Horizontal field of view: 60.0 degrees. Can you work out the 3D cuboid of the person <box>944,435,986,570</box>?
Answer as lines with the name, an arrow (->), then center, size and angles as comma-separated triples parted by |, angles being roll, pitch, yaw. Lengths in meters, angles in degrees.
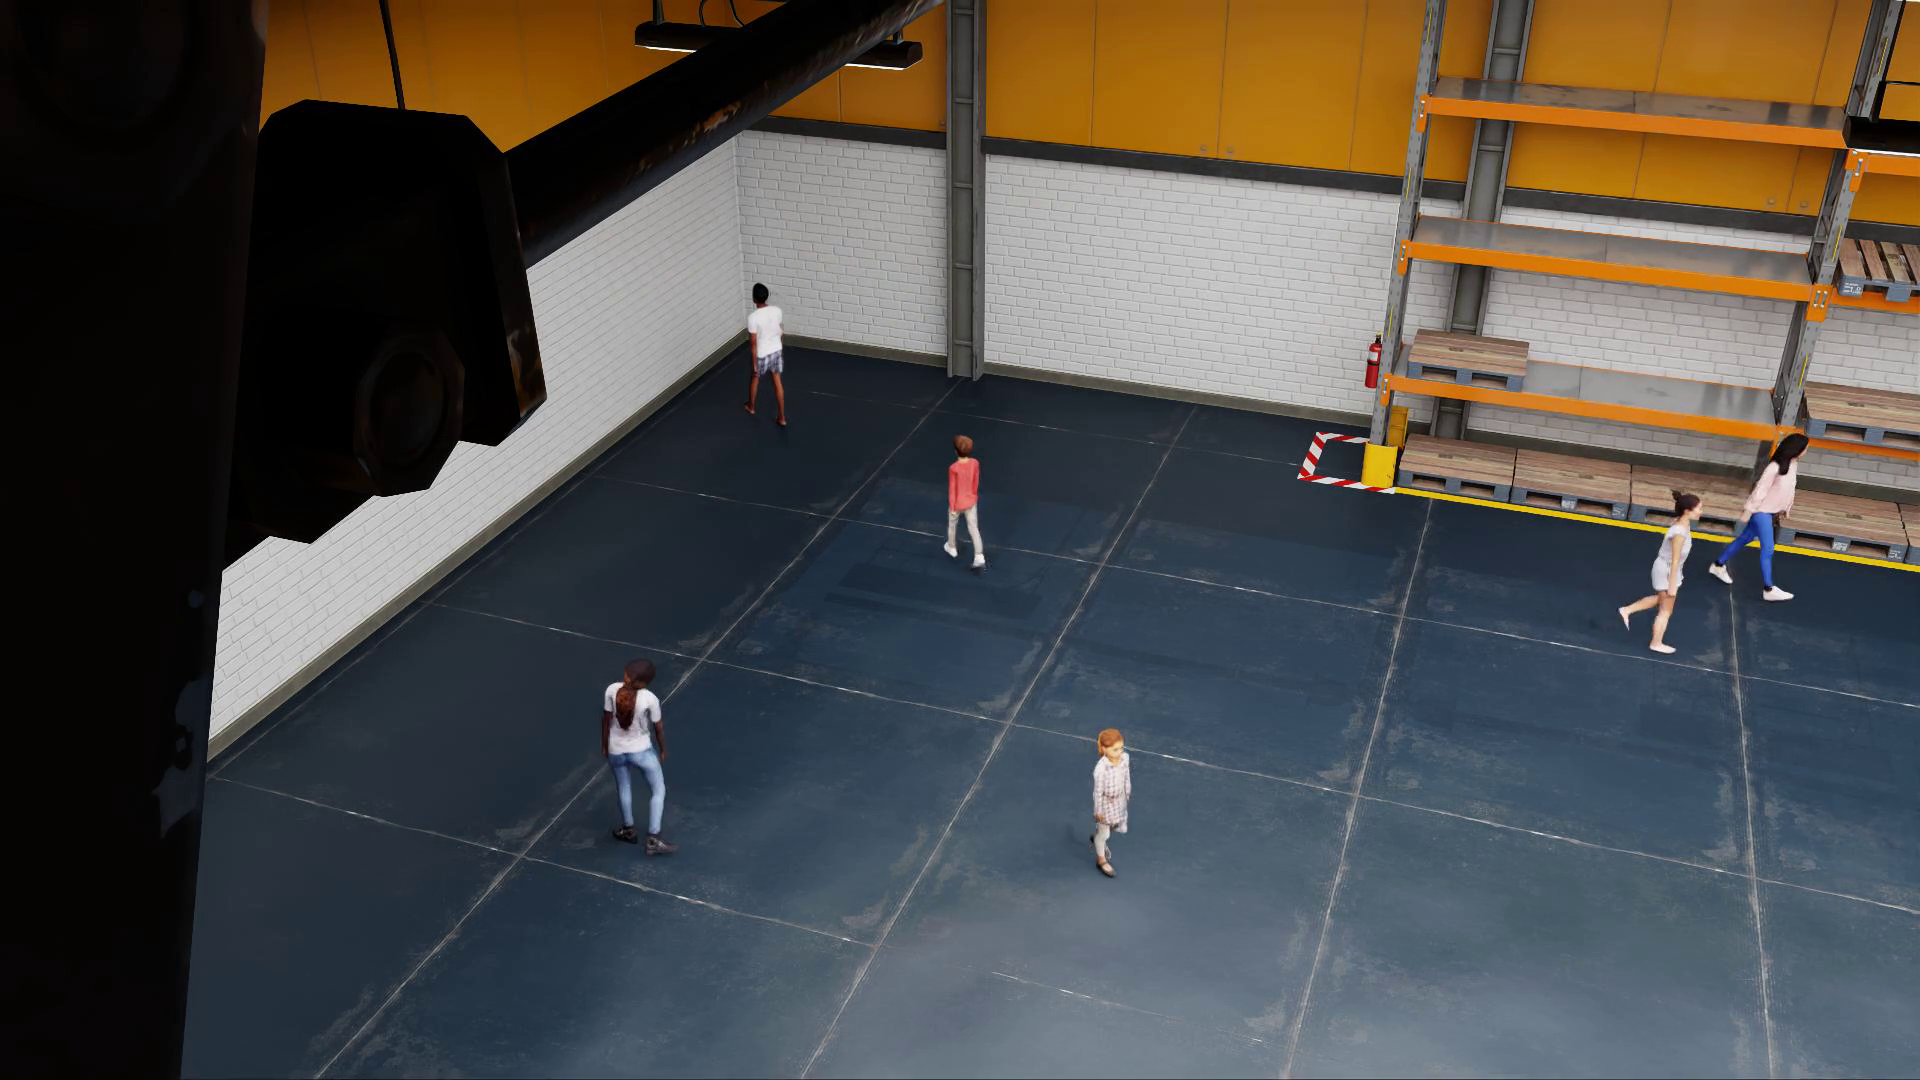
person -> 0.077, -0.367, 16.638 | 0.893, 1.401, 0.951 | -12, 31, -21

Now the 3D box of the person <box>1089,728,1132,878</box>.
person -> 1.084, 1.931, 12.533 | 0.662, 1.298, 0.718 | -21, 35, -33

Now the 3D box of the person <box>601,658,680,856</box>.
person -> -2.541, 1.624, 12.678 | 0.609, 1.698, 0.849 | -4, 29, -6

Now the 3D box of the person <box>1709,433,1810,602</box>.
person -> 7.705, -0.284, 16.153 | 1.013, 1.719, 1.197 | -18, 33, -30

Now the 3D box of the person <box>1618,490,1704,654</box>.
person -> 6.408, 0.275, 15.252 | 0.818, 1.602, 0.649 | 15, 32, 26

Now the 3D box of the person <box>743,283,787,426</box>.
person -> -2.232, -2.158, 19.615 | 1.006, 1.695, 1.105 | -16, 33, -27
